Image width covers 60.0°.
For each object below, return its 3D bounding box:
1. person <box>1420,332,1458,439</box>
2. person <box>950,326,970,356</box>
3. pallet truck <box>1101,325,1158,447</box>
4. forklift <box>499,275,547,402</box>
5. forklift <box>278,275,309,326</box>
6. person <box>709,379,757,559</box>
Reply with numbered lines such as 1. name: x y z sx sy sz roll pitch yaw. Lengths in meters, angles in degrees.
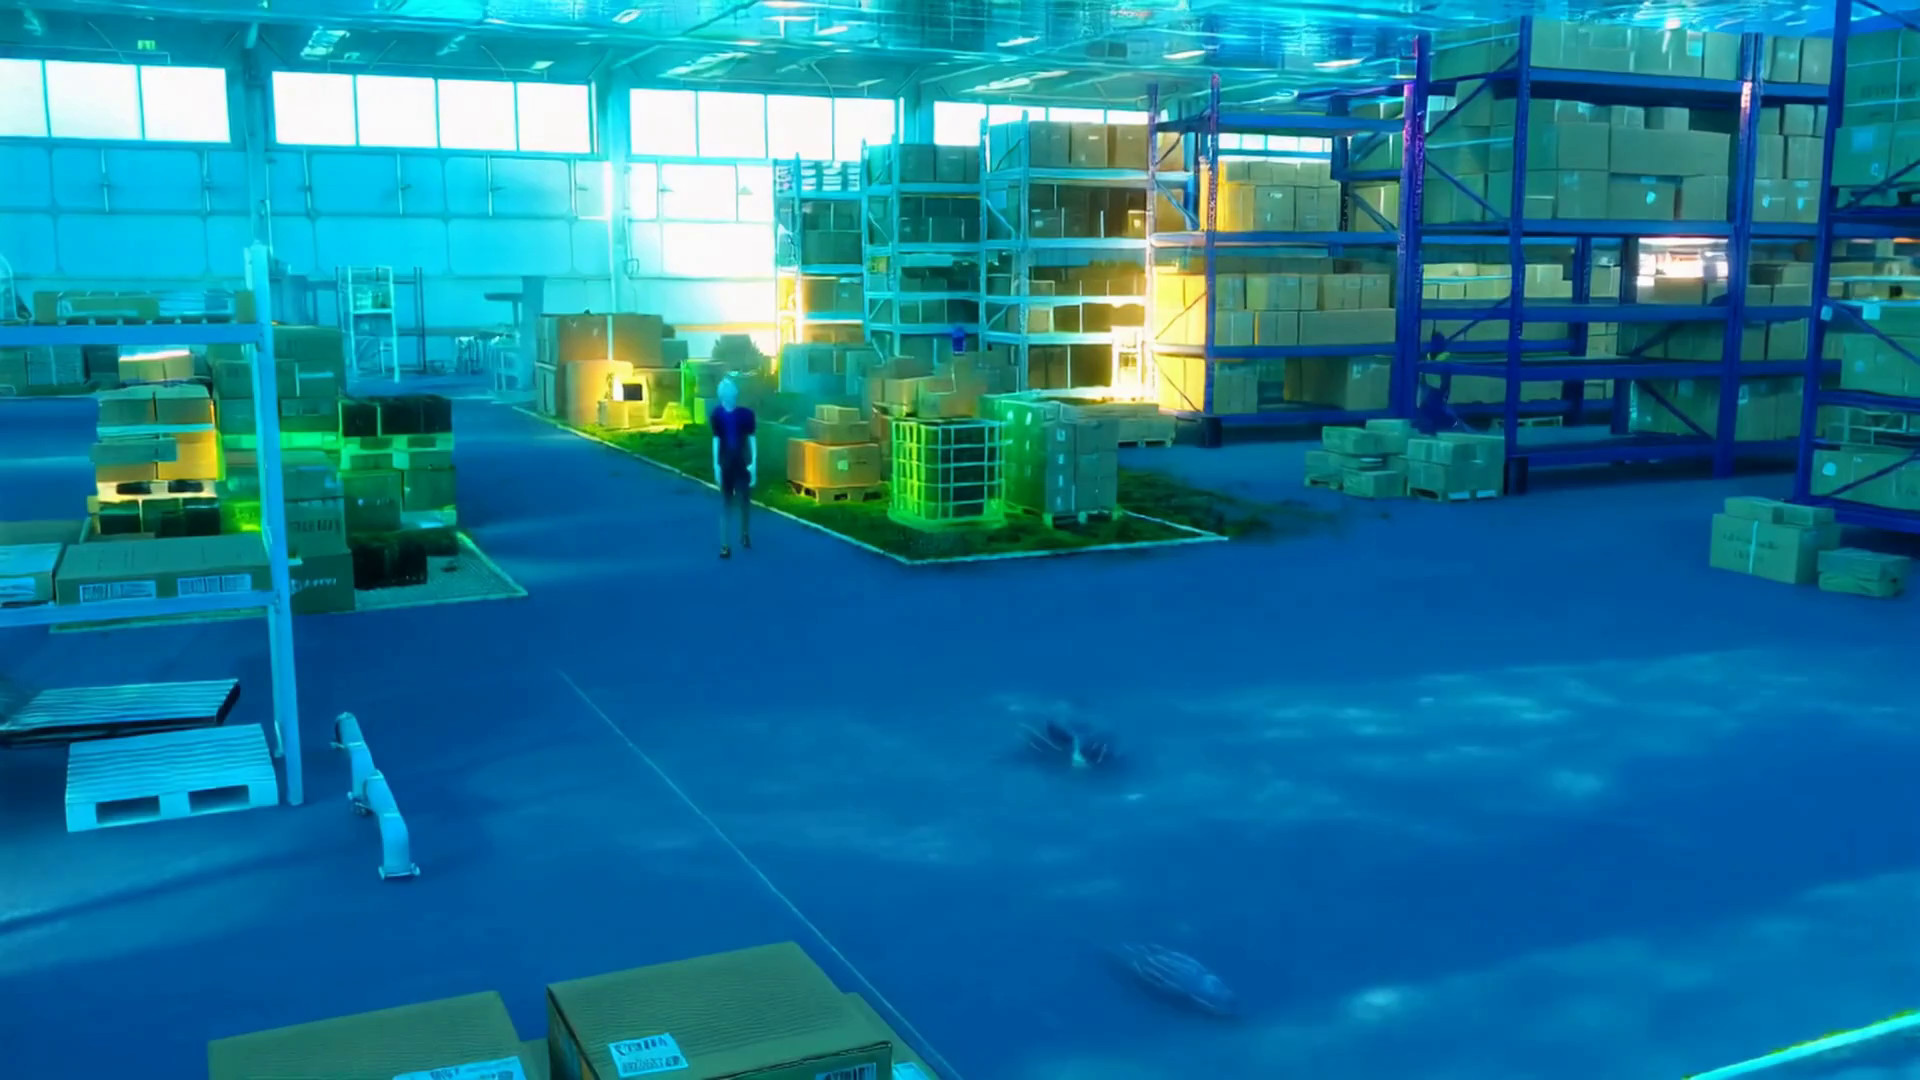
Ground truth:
1. person: 8.094 -2.558 28.020 0.771 1.894 0.599 -3 10 -18
2. person: 0.004 -4.162 38.751 0.511 1.641 0.308 4 10 25
3. pallet truck: 2.881 -2.596 27.923 0.823 1.965 1.885 -1 9 -7
4. forklift: -9.520 -4.552 37.332 1.873 2.768 1.129 -4 10 -25
5. forklift: -16.119 -5.040 40.356 1.873 2.768 1.129 0 9 0
6. person: -2.318 -0.753 17.094 0.503 1.815 1.019 0 9 -2
